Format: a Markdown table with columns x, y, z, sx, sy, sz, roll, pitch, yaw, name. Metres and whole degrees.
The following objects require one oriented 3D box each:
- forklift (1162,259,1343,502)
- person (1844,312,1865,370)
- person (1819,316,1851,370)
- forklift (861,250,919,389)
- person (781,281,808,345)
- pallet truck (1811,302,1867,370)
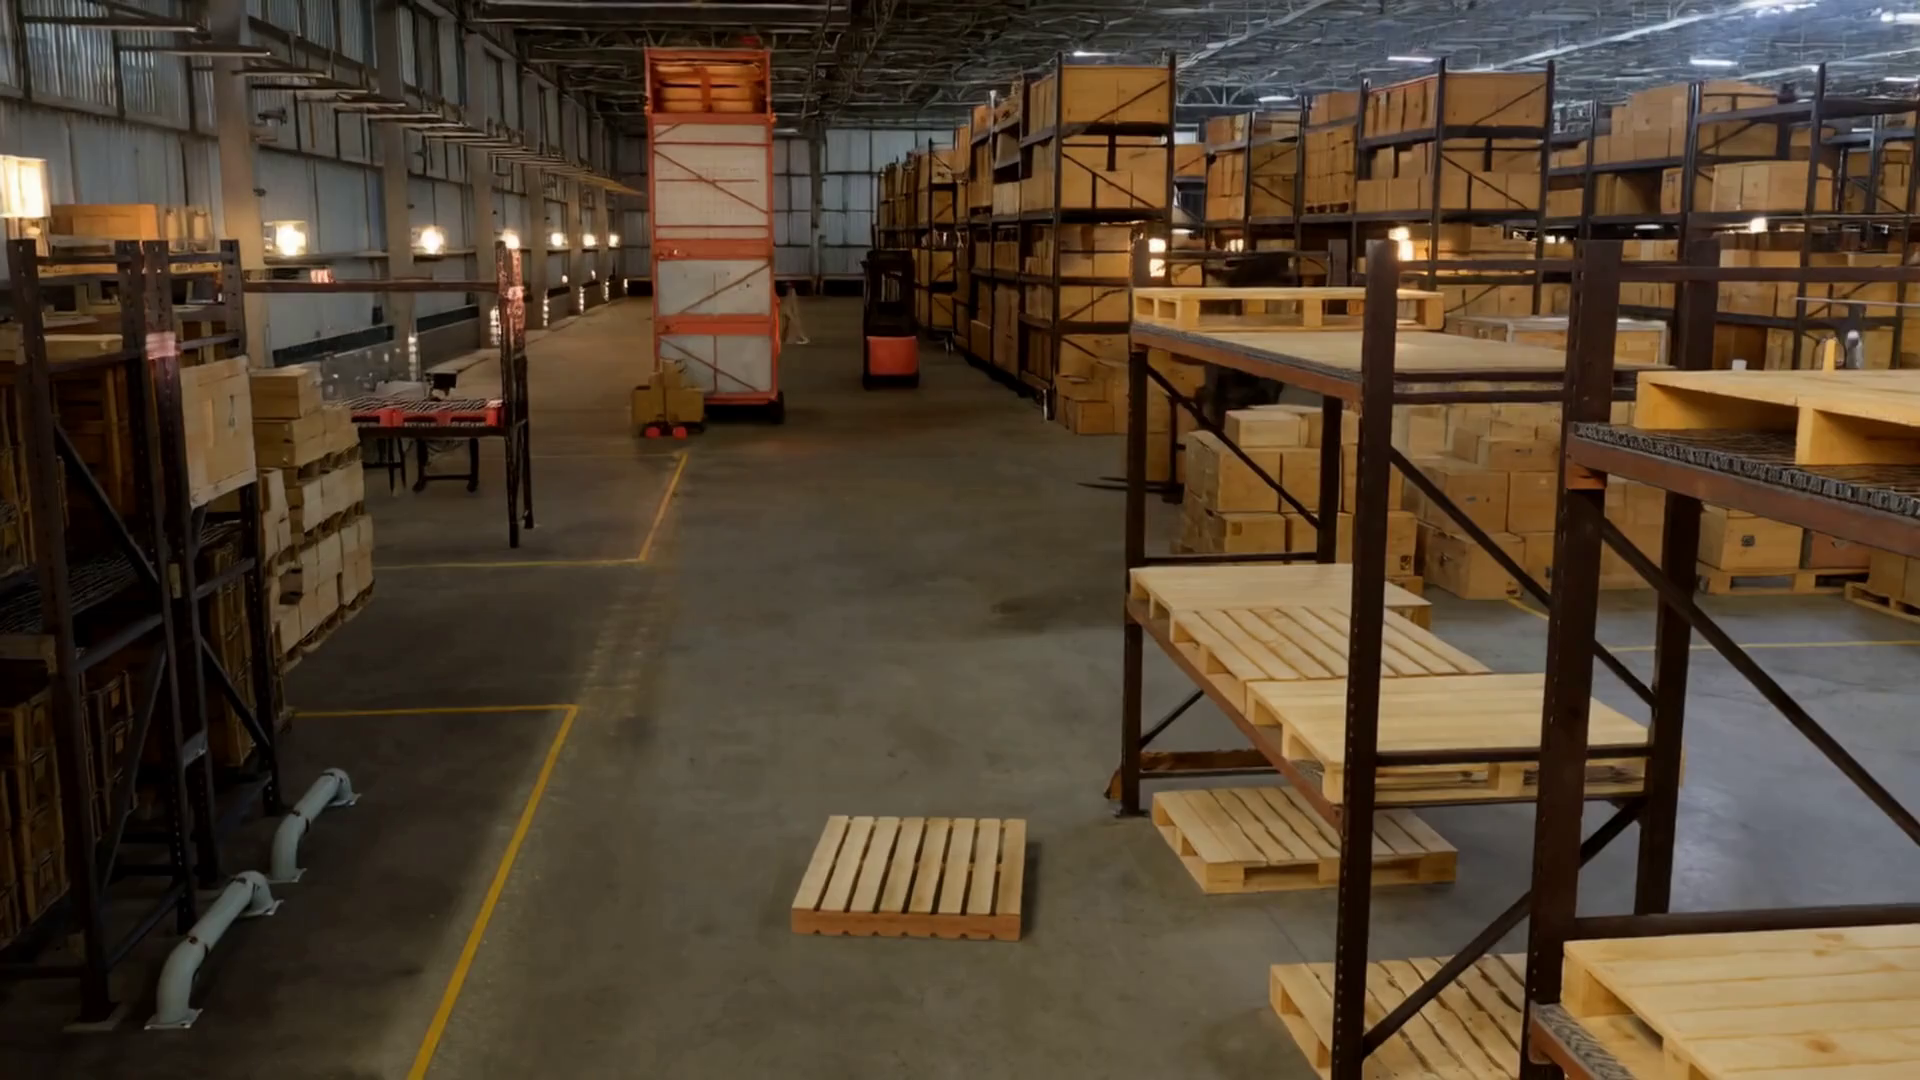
| x | y | z | sx | sy | sz | roll | pitch | yaw | name |
| --- | --- | --- | --- | --- | --- | --- | --- | --- | --- |
| 3.424 | -1.826 | 19.053 | 1.873 | 2.768 | 1.129 | 5 | 11 | 26 | forklift |
| 14.961 | -2.928 | 28.078 | 0.659 | 1.828 | 0.638 | 4 | 11 | 22 | person |
| 13.026 | -2.380 | 24.821 | 0.587 | 1.911 | 0.397 | -10 | 14 | -42 | person |
| -1.440 | -4.564 | 34.220 | 1.129 | 2.768 | 1.873 | -1 | 10 | -6 | forklift |
| -4.870 | -6.599 | 48.331 | 0.976 | 1.867 | 0.646 | 0 | 10 | -1 | person |
| 15.846 | -3.142 | 28.793 | 1.885 | 1.965 | 0.823 | 2 | 10 | 12 | pallet truck |
